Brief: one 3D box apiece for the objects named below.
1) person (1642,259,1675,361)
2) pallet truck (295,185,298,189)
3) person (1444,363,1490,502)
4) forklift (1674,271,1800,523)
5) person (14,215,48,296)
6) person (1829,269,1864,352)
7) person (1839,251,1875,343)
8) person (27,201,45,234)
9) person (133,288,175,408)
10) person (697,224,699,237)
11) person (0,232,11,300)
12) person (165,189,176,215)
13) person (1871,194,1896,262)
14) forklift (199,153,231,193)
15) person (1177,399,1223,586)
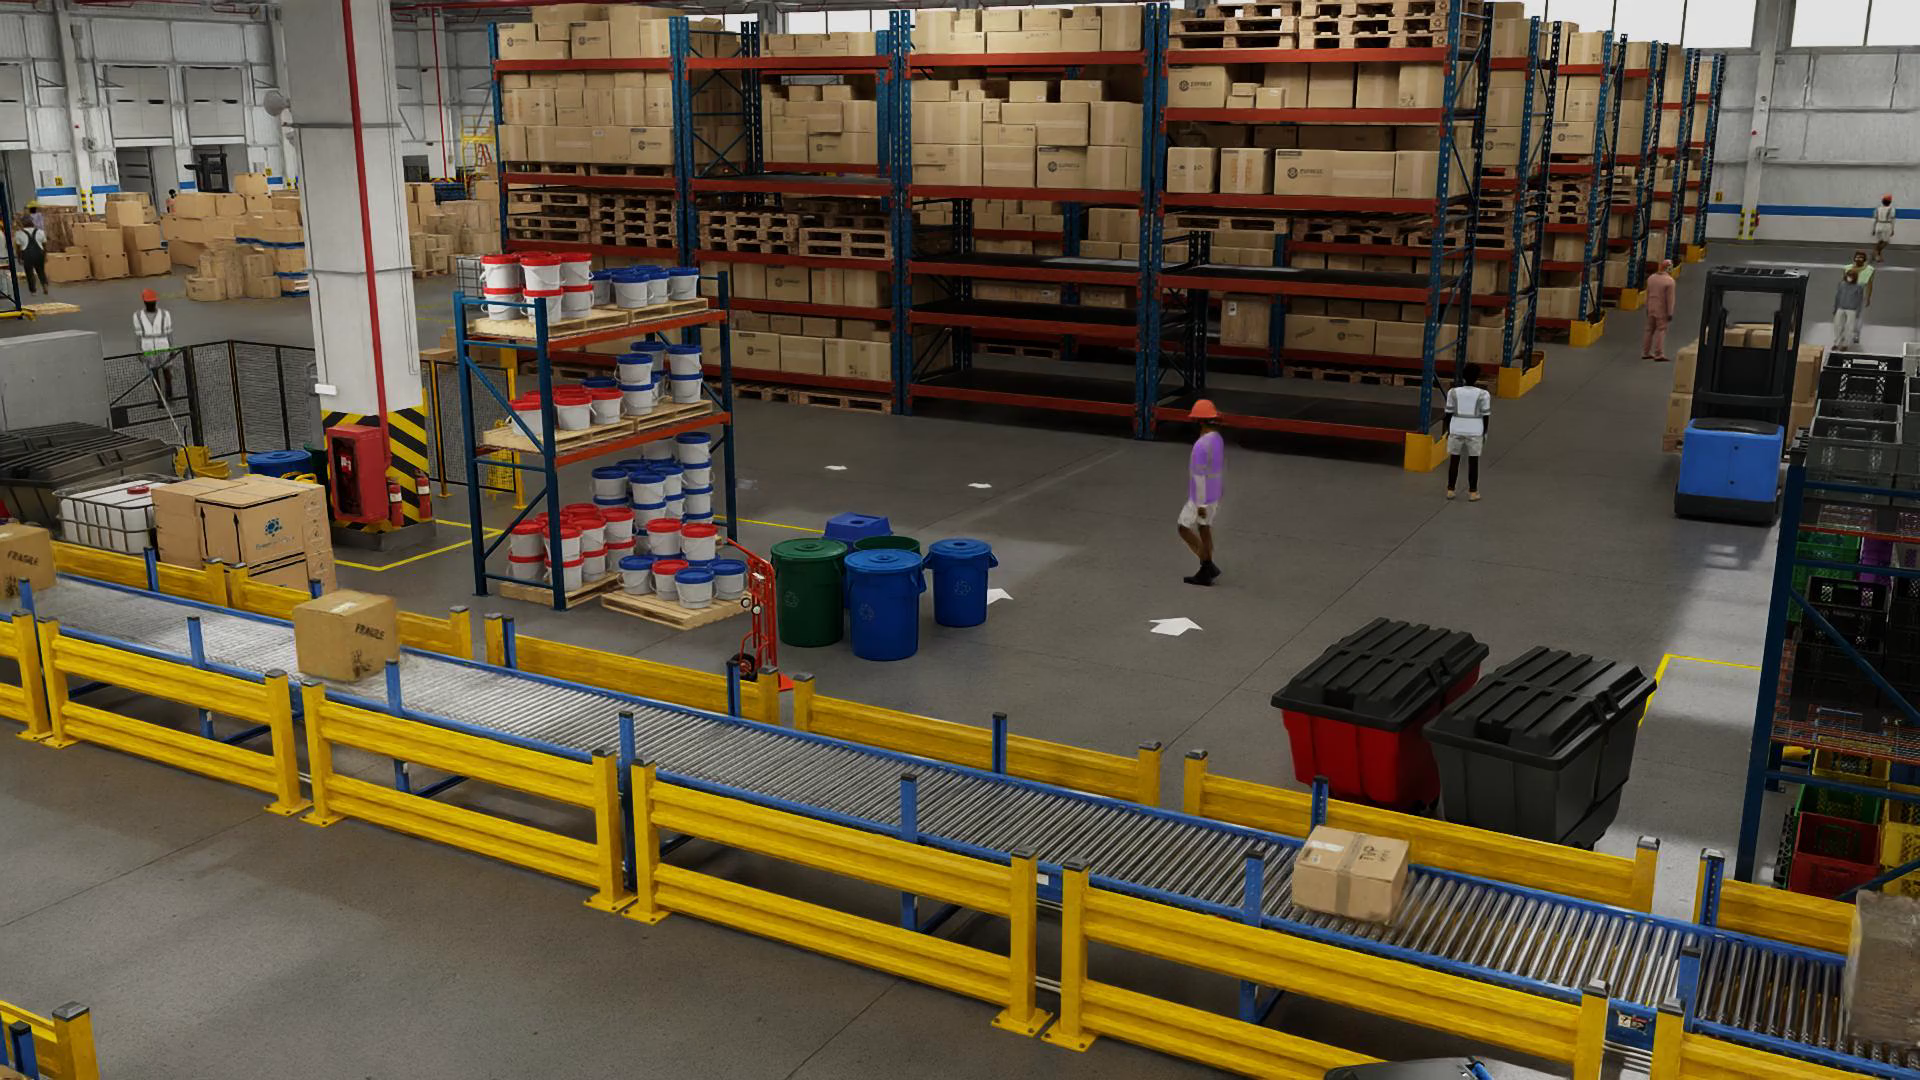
[{"bbox_3d":[13.121,-4.295,31.135,0.399,1.900,0.645,-6,16,-23],"label":"person"},{"bbox_3d":[-26.804,-14.617,69.738,1.885,1.965,0.823,-14,20,-42],"label":"pallet truck"},{"bbox_3d":[6.175,-1.309,20.288,0.537,1.695,0.321,8,17,26],"label":"person"},{"bbox_3d":[9.269,-1.763,19.726,1.129,2.768,1.873,8,17,27],"label":"forklift"},{"bbox_3d":[-23.064,-7.074,41.300,0.685,2.000,0.539,-13,20,-41],"label":"person"},{"bbox_3d":[17.138,-4.438,32.190,0.582,1.609,0.532,-13,19,-39],"label":"person"},{"bbox_3d":[18.047,-4.901,33.508,0.571,1.843,0.373,11,18,35],"label":"person"},{"bbox_3d":[-26.956,-8.944,48.573,0.618,1.907,0.445,10,18,32],"label":"person"},{"bbox_3d":[-12.746,-3.029,26.338,0.551,1.921,0.424,-6,16,-21],"label":"person"},{"bbox_3d":[-7.887,-8.875,48.927,0.529,1.595,0.847,5,16,19],"label":"person"},{"bbox_3d":[-23.535,-6.857,40.682,0.363,1.939,0.636,-3,15,-10],"label":"person"},{"bbox_3d":[-27.643,-11.480,58.523,0.319,1.697,0.532,10,18,33],"label":"person"},{"bbox_3d":[27.583,-9.310,49.745,0.731,2.019,0.617,-8,17,-28],"label":"person"},{"bbox_3d":[-27.440,-12.865,61.464,1.873,2.768,1.129,8,17,28],"label":"forklift"},{"bbox_3d":[2.416,-0.464,16.682,0.398,1.923,0.551,10,18,34],"label":"person"}]
